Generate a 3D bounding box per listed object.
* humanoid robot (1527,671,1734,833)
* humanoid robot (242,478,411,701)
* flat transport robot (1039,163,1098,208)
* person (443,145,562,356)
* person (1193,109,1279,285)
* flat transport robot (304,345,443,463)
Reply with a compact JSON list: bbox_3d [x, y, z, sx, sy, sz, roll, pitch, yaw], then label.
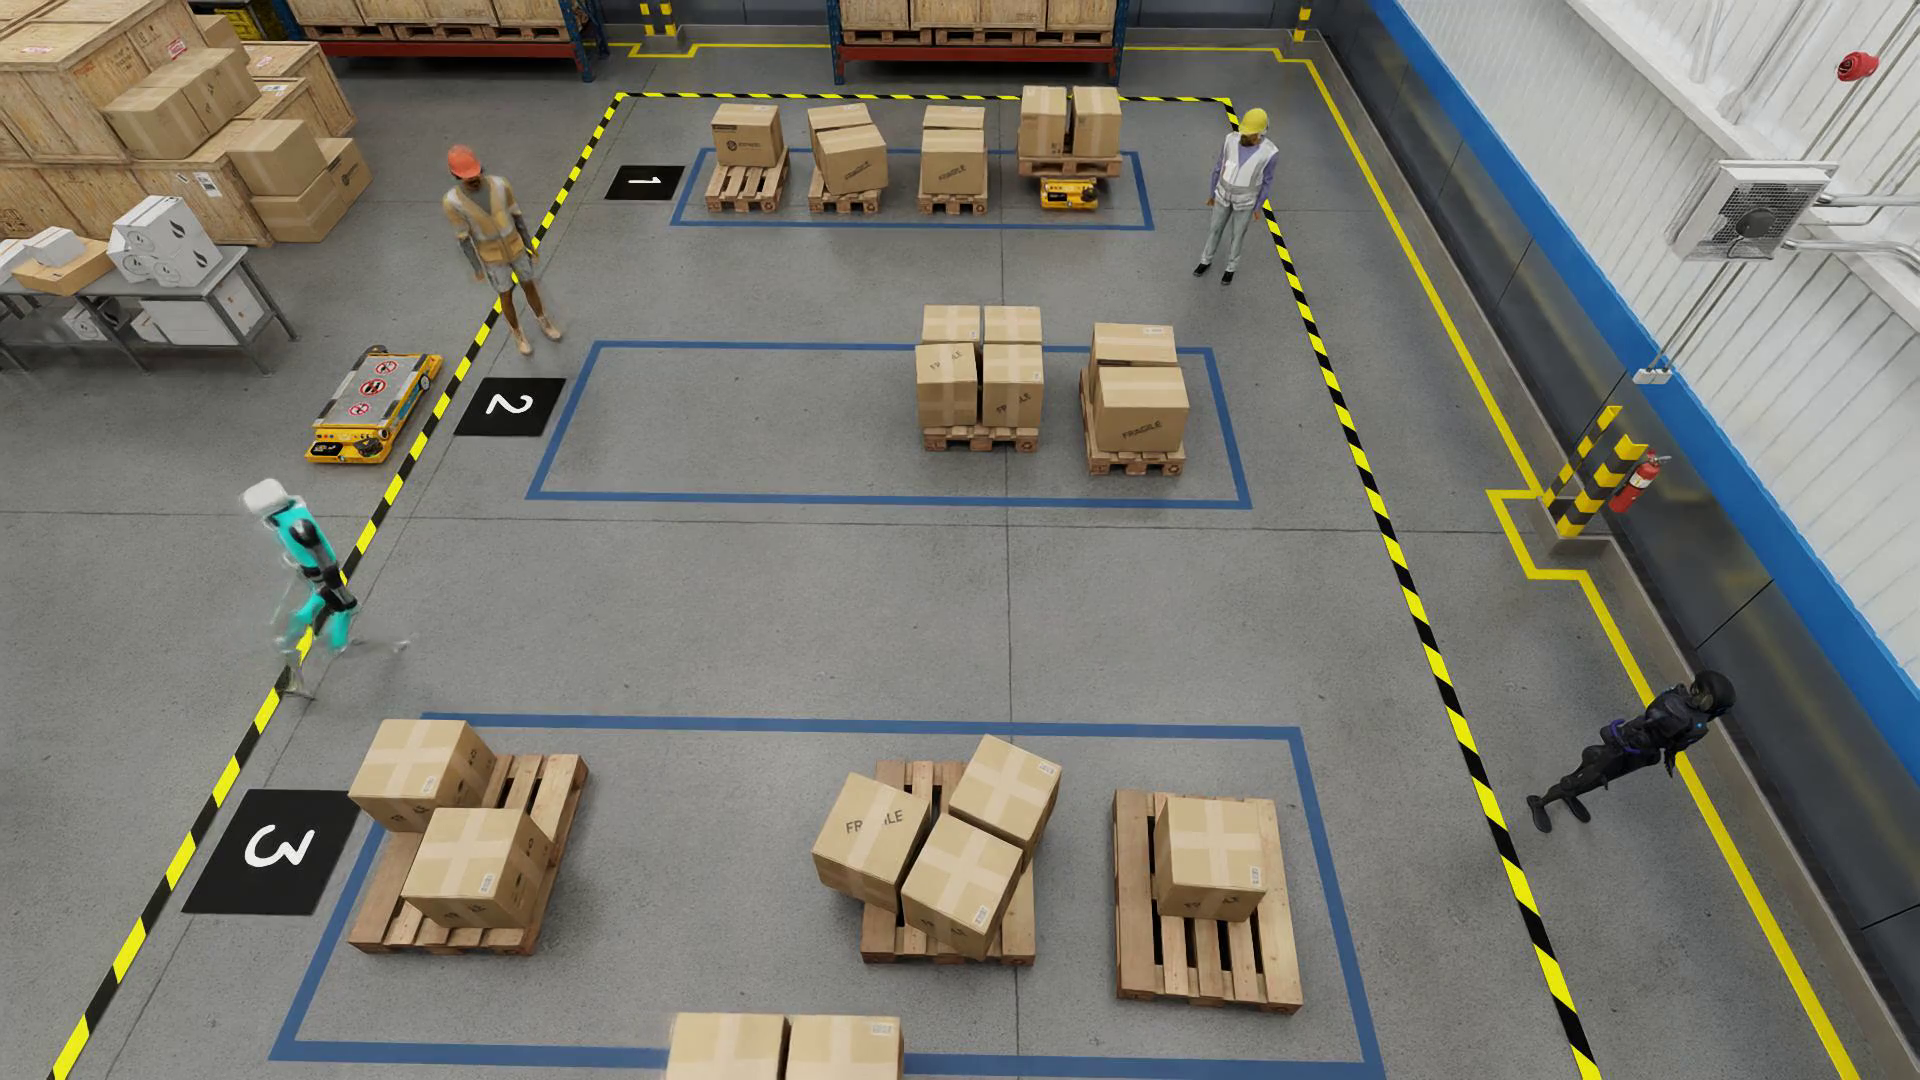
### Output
[{"bbox_3d":[3.949,1.252,5.377,0.599,1.654,0.315,-8,50,-7],"label":"humanoid robot"},{"bbox_3d":[-4.428,0.460,6.037,0.539,1.771,0.967,34,58,26],"label":"humanoid robot"},{"bbox_3d":[1.295,-4.503,11.159,0.652,0.197,1.431,1,50,1],"label":"flat transport robot"},{"bbox_3d":[-4.205,-2.644,8.444,0.613,2.040,0.389,-35,58,-26],"label":"person"},{"bbox_3d":[2.790,-3.456,9.272,0.586,1.824,0.404,26,55,20],"label":"person"},{"bbox_3d":[-5.383,-1.269,8.441,0.659,0.231,1.431,1,50,1],"label":"flat transport robot"}]
